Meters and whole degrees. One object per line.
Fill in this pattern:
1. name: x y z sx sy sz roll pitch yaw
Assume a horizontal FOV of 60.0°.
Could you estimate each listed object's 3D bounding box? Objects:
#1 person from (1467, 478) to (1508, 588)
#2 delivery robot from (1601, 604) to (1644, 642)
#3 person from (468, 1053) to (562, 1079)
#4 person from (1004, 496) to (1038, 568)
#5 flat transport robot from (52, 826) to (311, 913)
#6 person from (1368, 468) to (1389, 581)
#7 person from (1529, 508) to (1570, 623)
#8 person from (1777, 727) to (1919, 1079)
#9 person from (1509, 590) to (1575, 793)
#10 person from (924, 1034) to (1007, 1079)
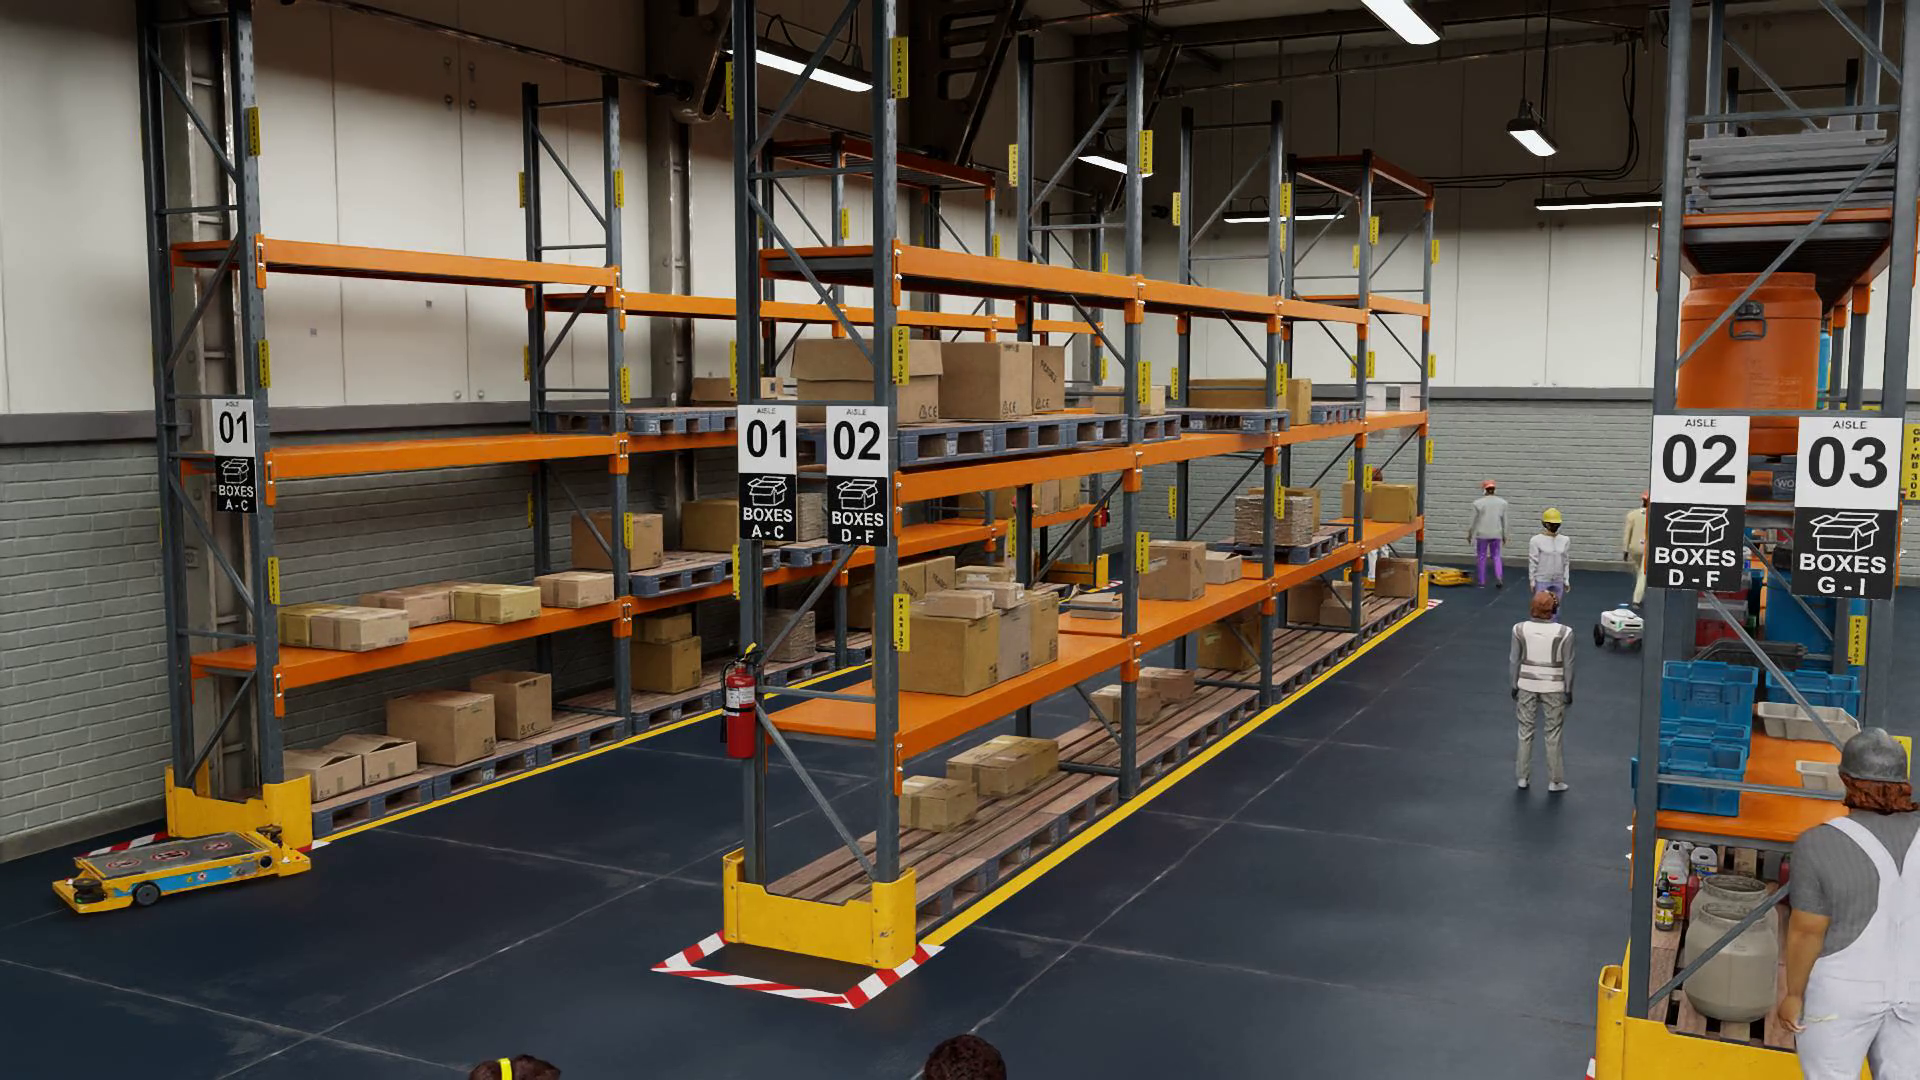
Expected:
1. person: 8.234 -0.105 25.953 0.575 1.736 0.388 -1 6 -6
2. delivery robot: 8.081 1.020 20.266 0.477 0.478 0.707 0 6 4
3. person: -1.039 2.105 3.872 0.313 1.864 0.539 -3 7 -29
4. person: 0.721 0.423 19.651 0.405 1.987 0.619 0 6 0
5. flat transport robot: -5.134 2.160 11.000 1.431 0.197 0.652 -5 8 -41
6. person: 6.525 -0.191 26.090 0.576 1.886 0.362 -3 6 -23
7. person: 7.074 0.500 19.950 0.533 1.768 0.310 -1 6 -11
8. person: 3.550 1.740 6.571 0.686 2.000 0.535 0 6 0
9. person: 4.717 1.225 13.500 0.515 1.641 0.315 4 7 35
10. person: 0.008 2.083 3.825 0.592 1.919 0.392 0 6 1
